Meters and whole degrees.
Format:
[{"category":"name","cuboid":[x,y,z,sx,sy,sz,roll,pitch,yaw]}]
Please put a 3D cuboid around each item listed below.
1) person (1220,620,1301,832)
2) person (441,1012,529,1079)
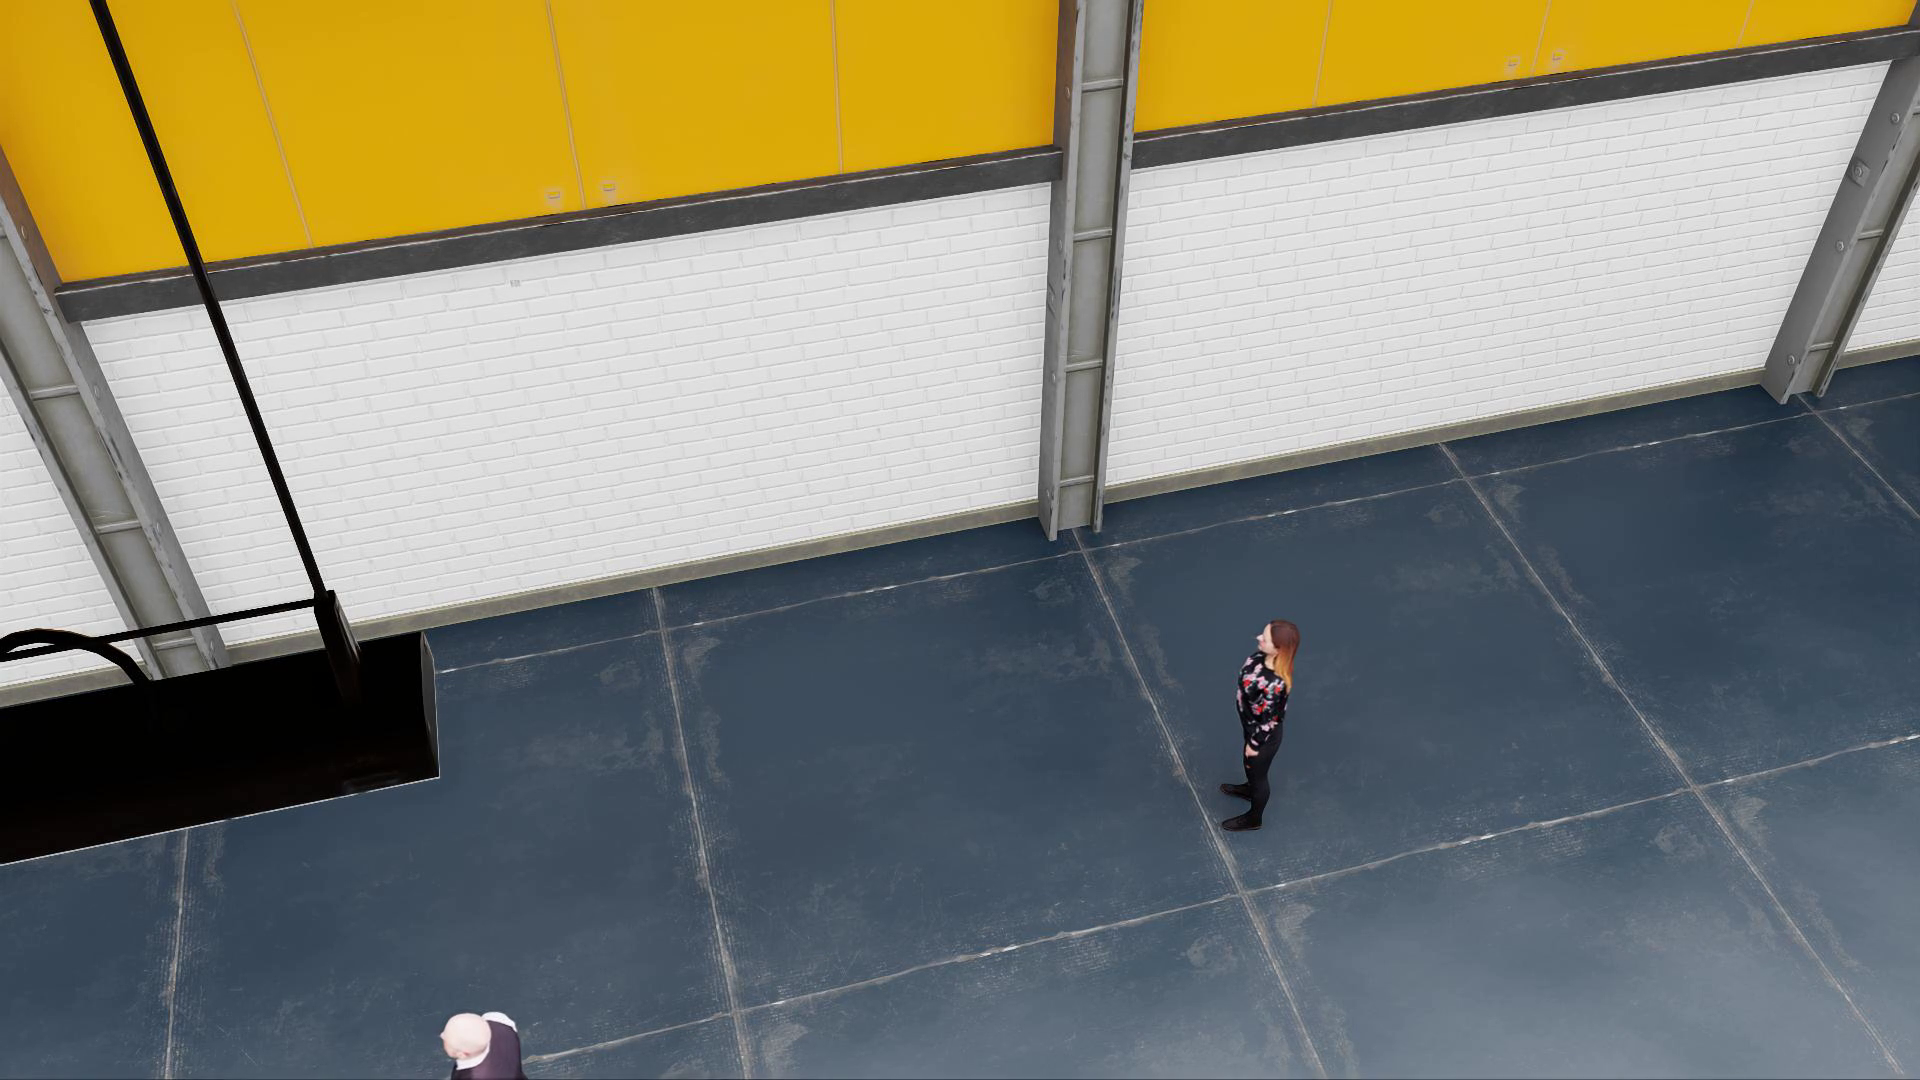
[{"category":"person","cuboid":[1.746,1.056,9.590,0.621,1.683,0.632,5,44,5]},{"category":"person","cuboid":[-2.125,2.714,7.749,0.682,1.823,0.745,-1,44,-1]}]
